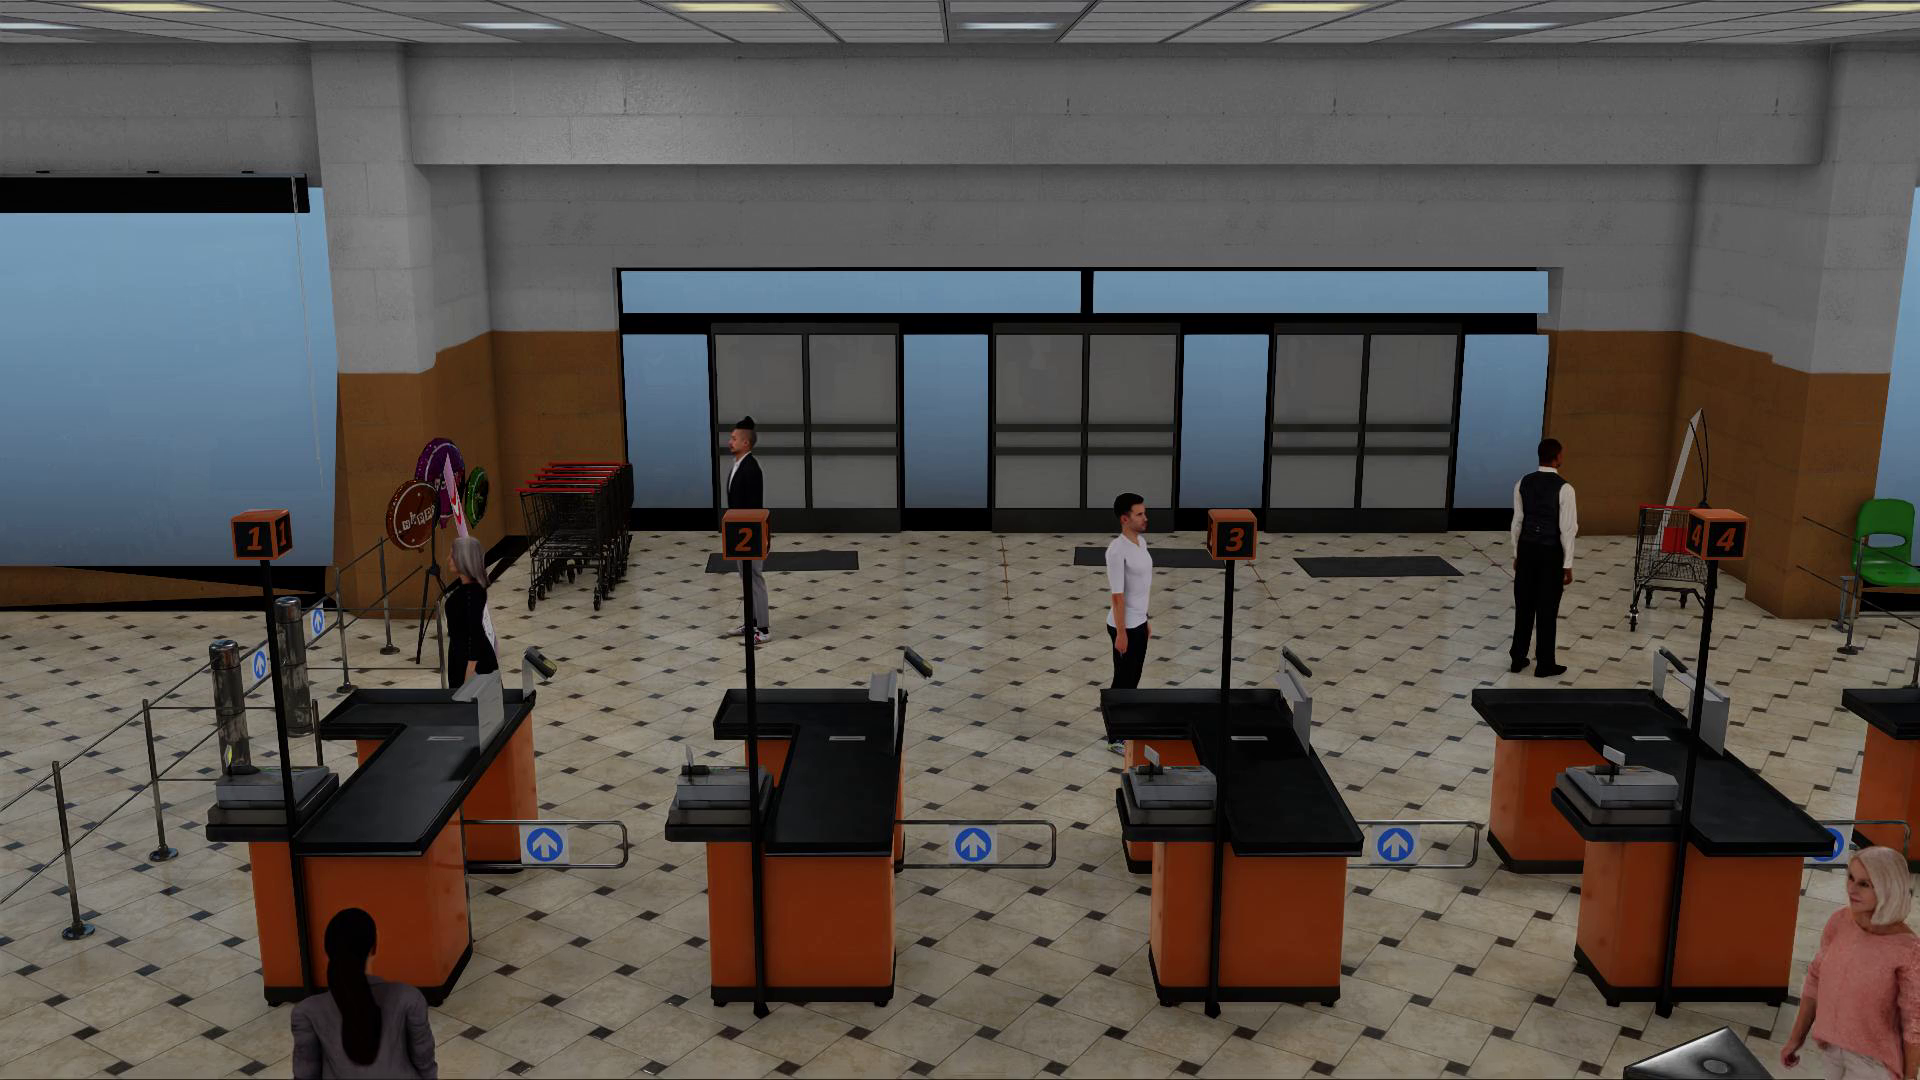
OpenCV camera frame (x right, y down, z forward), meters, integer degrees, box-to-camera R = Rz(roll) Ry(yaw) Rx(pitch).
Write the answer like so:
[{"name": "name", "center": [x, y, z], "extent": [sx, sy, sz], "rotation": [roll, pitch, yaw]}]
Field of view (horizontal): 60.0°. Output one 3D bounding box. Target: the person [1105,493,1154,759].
[{"name": "person", "center": [1.176, 0.575, 11.643], "extent": [0.808, 1.852, 0.674], "rotation": [7, 15, 26]}]

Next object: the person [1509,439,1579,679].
[{"name": "person", "center": [4.654, 0.133, 13.322], "extent": [0.829, 1.919, 0.762], "rotation": [-13, 18, -42]}]

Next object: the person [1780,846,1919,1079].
[{"name": "person", "center": [3.475, 1.954, 6.281], "extent": [0.785, 1.699, 0.897], "rotation": [-3, 14, -11]}]

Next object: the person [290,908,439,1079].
[{"name": "person", "center": [-2.059, 2.080, 5.808], "extent": [0.693, 1.677, 0.679], "rotation": [-4, 14, -18]}]

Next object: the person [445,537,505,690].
[{"name": "person", "center": [-3.183, 0.821, 10.852], "extent": [0.737, 1.747, 0.624], "rotation": [-5, 15, -21]}]

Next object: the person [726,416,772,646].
[{"name": "person", "center": [-1.798, -0.087, 14.165], "extent": [0.852, 1.950, 0.685], "rotation": [-6, 15, -23]}]
